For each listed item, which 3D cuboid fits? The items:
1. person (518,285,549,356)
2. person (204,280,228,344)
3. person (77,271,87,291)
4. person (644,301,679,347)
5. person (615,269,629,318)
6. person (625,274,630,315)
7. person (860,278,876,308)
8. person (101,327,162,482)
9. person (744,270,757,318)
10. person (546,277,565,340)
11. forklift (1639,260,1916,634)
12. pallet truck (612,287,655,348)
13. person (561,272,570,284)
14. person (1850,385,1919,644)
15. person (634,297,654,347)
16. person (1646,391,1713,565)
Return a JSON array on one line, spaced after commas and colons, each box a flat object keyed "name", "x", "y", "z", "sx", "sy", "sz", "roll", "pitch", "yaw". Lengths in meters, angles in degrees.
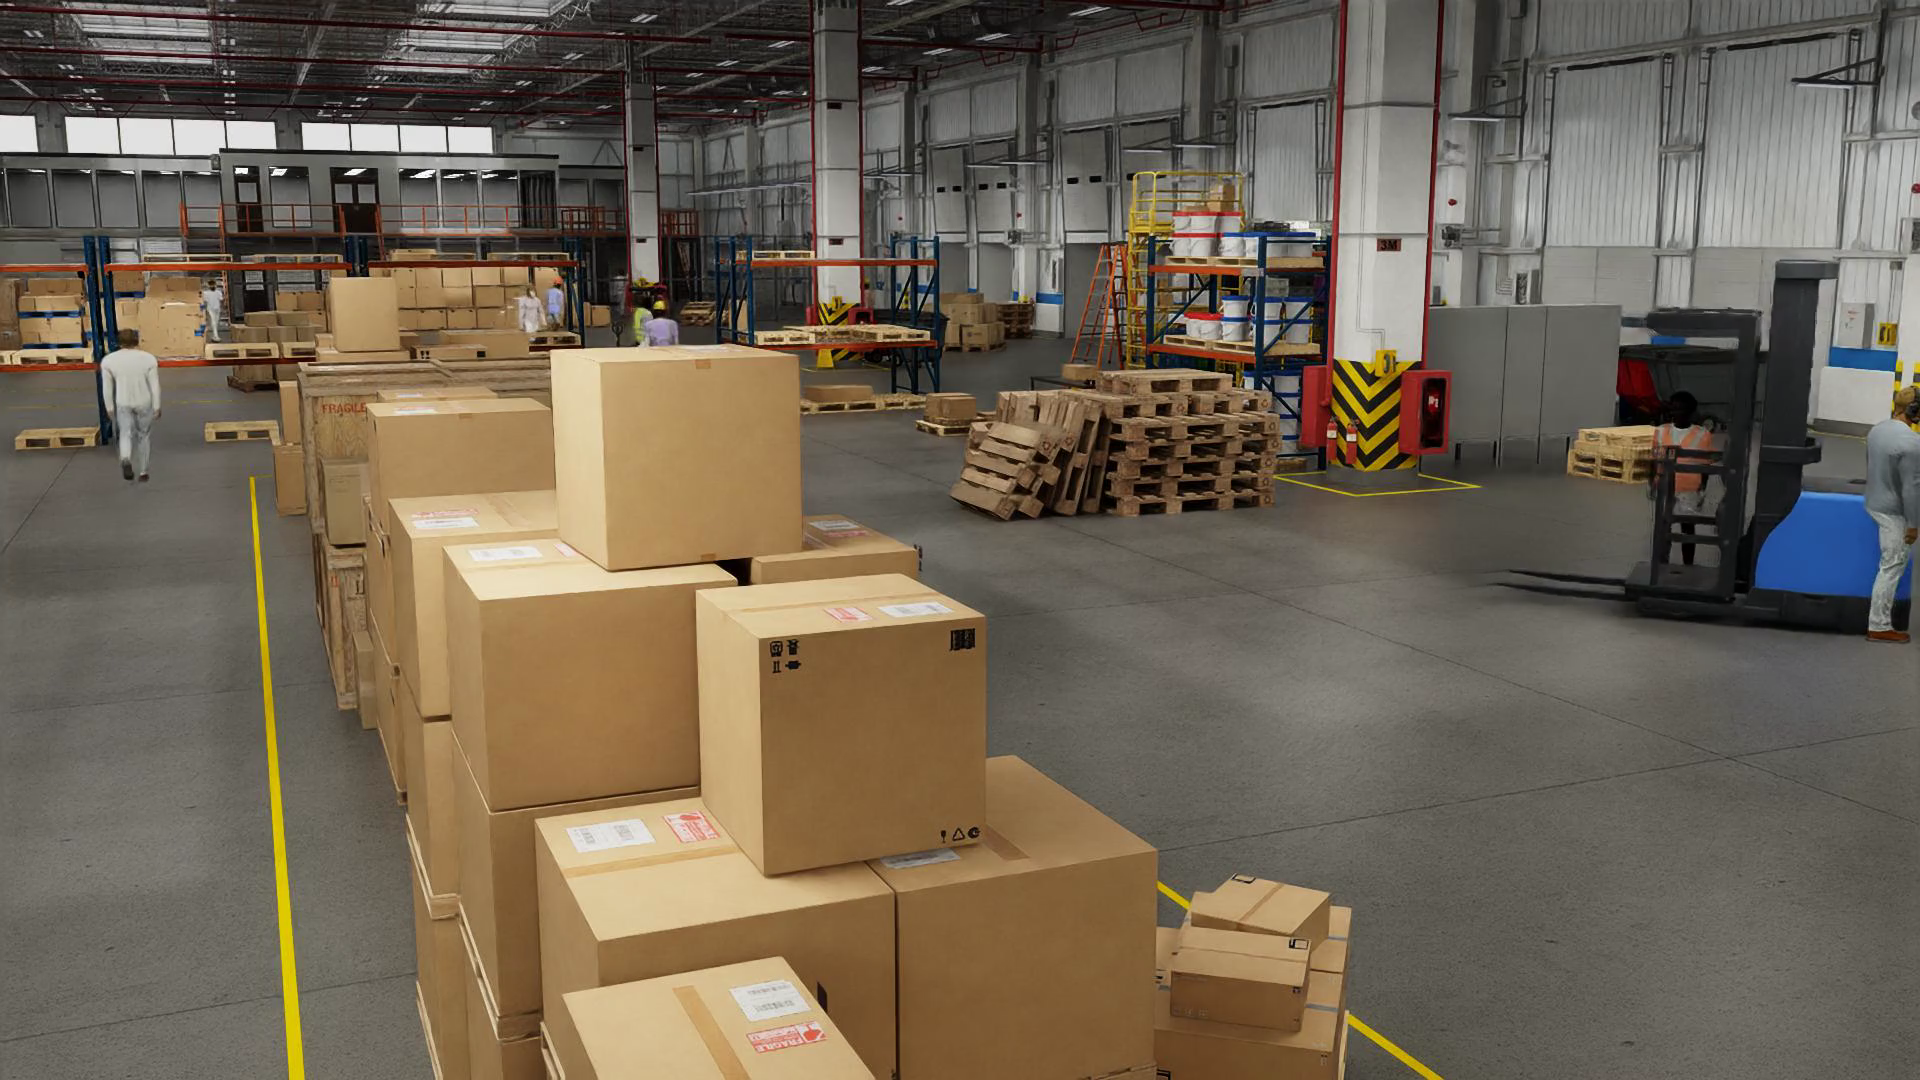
[{"name": "person", "x": -10.094, "y": -5.080, "z": 39.424, "sx": 1.021, "sy": 1.884, "sz": 0.655, "roll": 6, "pitch": 12, "yaw": 29}, {"name": "person", "x": -21.292, "y": -6.505, "z": 47.499, "sx": 0.970, "sy": 1.824, "sz": 0.521, "roll": 10, "pitch": 14, "yaw": 42}, {"name": "person", "x": -28.947, "y": -7.915, "z": 54.847, "sx": 0.385, "sy": 1.958, "sz": 0.600, "roll": -10, "pitch": 14, "yaw": -44}, {"name": "person", "x": -5.380, "y": -3.361, "z": 29.996, "sx": 0.595, "sy": 1.881, "sz": 0.966, "roll": -1, "pitch": 10, "yaw": -5}, {"name": "person", "x": -12.781, "y": -9.390, "z": 63.286, "sx": 0.600, "sy": 1.834, "sz": 0.970, "roll": 2, "pitch": 10, "yaw": 9}, {"name": "person", "x": -12.805, "y": -9.741, "z": 64.964, "sx": 0.609, "sy": 1.940, "sz": 0.413, "roll": 2, "pitch": 11, "yaw": 12}, {"name": "person", "x": -2.572, "y": -6.306, "z": 46.161, "sx": 0.609, "sy": 1.885, "sz": 0.911, "roll": 3, "pitch": 11, "yaw": 18}, {"name": "person", "x": -10.135, "y": -1.645, "z": 20.395, "sx": 0.632, "sy": 1.923, "sz": 0.530, "roll": -4, "pitch": 11, "yaw": -19}, {"name": "person", "x": -7.928, "y": -9.280, "z": 62.709, "sx": 0.430, "sy": 1.841, "sz": 0.624, "roll": 5, "pitch": 12, "yaw": 28}, {"name": "person", "x": -11.353, "y": -6.431, "z": 46.823, "sx": 0.595, "sy": 1.908, "sz": 0.478, "roll": 5, "pitch": 11, "yaw": 25}, {"name": "forklift", "x": 6.478, "y": -0.787, "z": 13.025, "sx": 1.873, "sy": 2.768, "sz": 1.129, "roll": 5, "pitch": 12, "yaw": 27}, {"name": "pallet truck", "x": -6.464, "y": -4.406, "z": 35.401, "sx": 0.823, "sy": 1.965, "sz": 1.885, "roll": 6, "pitch": 12, "yaw": 32}, {"name": "person", "x": -15.004, "y": -9.330, "z": 63.242, "sx": 0.320, "sy": 1.742, "sz": 0.492, "roll": 2, "pitch": 11, "yaw": 12}, {"name": "person", "x": 6.922, "y": -0.187, "z": 12.355, "sx": 0.373, "sy": 1.928, "sz": 0.638, "roll": 0, "pitch": 10, "yaw": 1}, {"name": "person", "x": -6.391, "y": -4.121, "z": 34.387, "sx": 0.943, "sy": 1.794, "sz": 0.659, "roll": -7, "pitch": 12, "yaw": -32}, {"name": "person", "x": 6.215, "y": -0.447, "z": 14.411, "sx": 0.317, "sy": 1.695, "sz": 0.540, "roll": -10, "pitch": 14, "yaw": -43}]
